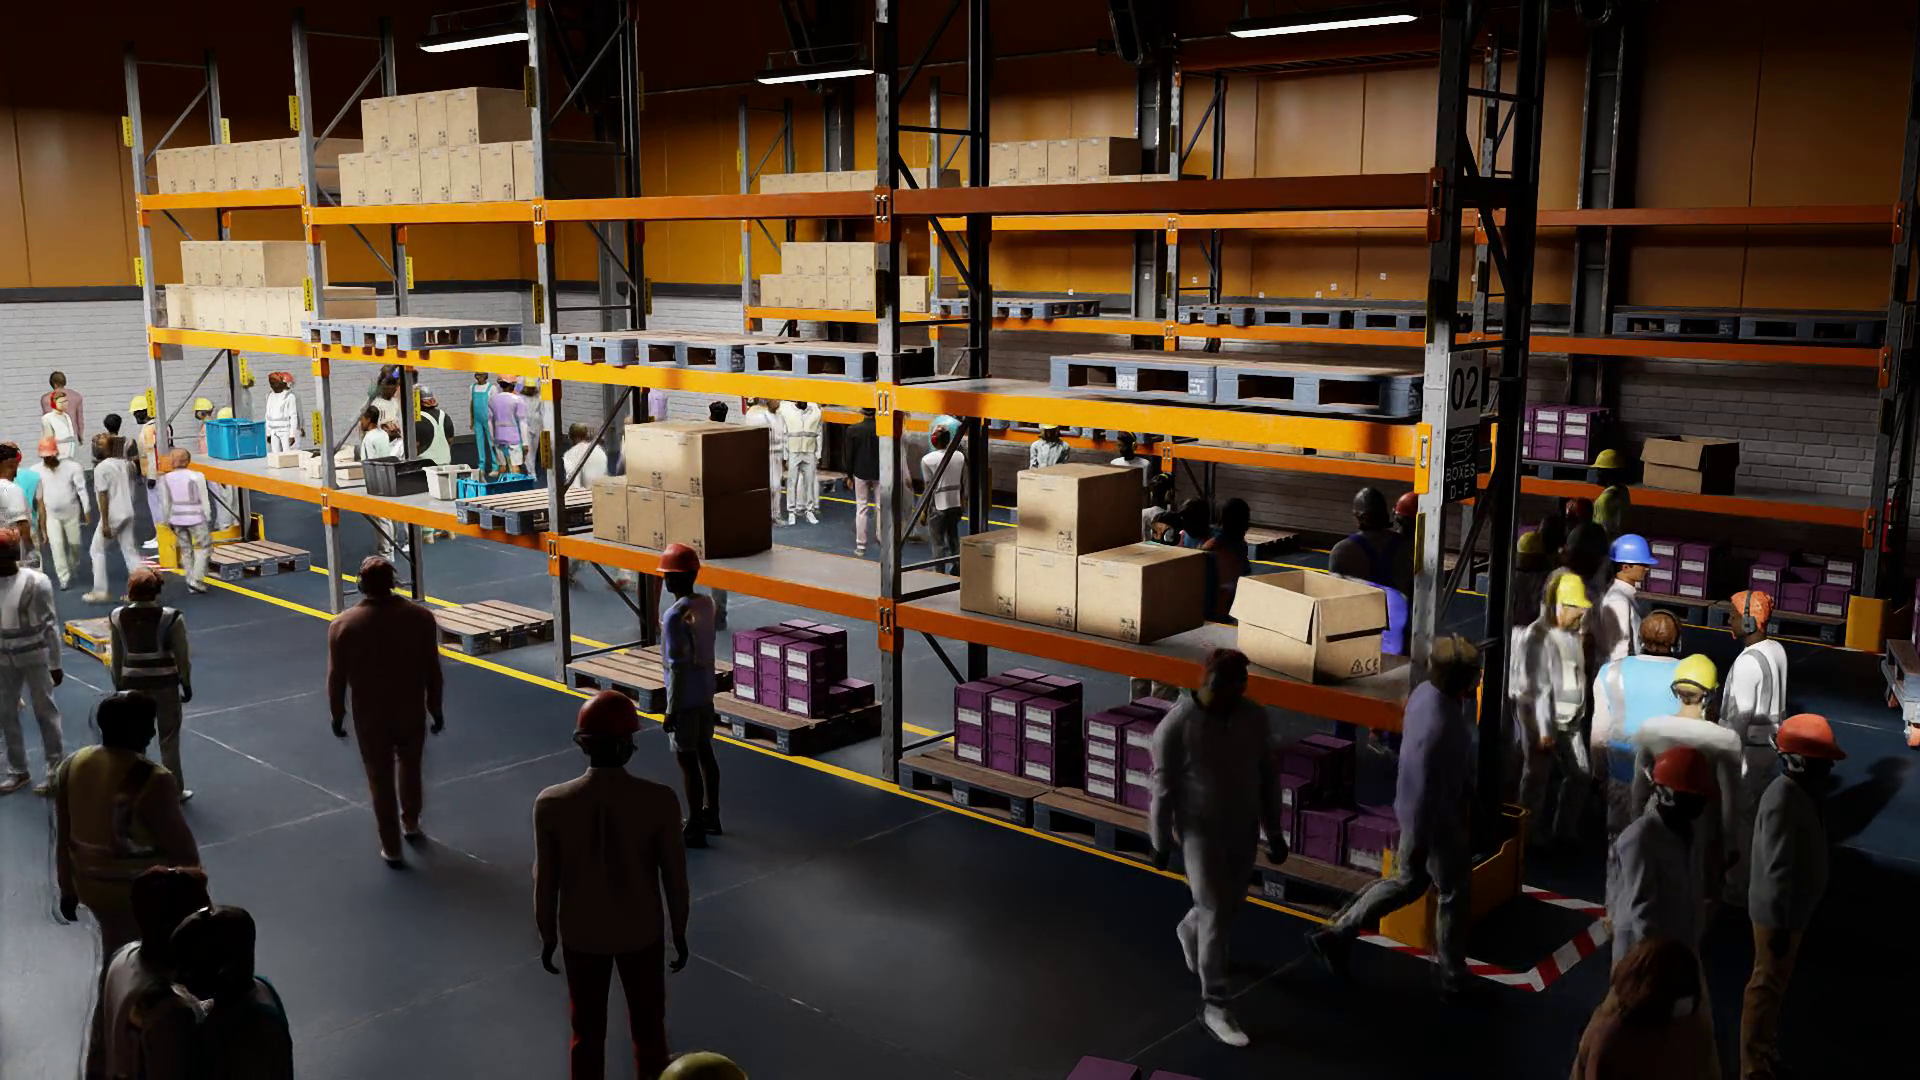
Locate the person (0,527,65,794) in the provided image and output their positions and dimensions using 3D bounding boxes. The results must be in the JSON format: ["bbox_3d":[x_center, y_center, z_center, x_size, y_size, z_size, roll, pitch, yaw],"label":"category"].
[{"bbox_3d":[-6.473,0.831,11.457,0.599,1.870,0.376,2,10,9],"label":"person"}]

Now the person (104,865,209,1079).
[{"bbox_3d":[-2.488,1.926,5.269,0.357,1.875,0.597,-8,13,-38],"label":"person"}]

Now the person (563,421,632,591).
[{"bbox_3d":[-4.056,-0.365,18.303,1.053,1.863,0.660,7,12,34],"label":"person"}]

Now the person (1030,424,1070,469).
[{"bbox_3d":[1.095,-0.650,20.209,0.492,1.742,0.316,0,10,-2],"label":"person"}]

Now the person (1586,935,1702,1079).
[{"bbox_3d":[2.170,2.028,5.445,0.508,1.617,0.624,-6,12,-32],"label":"person"}]

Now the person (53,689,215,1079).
[{"bbox_3d":[-3.692,1.562,7.517,0.657,1.805,0.923,4,11,24],"label":"person"}]

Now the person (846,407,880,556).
[{"bbox_3d":[-1.086,-0.793,20.305,0.608,1.995,0.377,-1,10,-4],"label":"person"}]

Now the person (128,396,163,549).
[{"bbox_3d":[-10.162,-0.856,20.889,0.393,1.914,0.596,-5,11,-26],"label":"person"}]

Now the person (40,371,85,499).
[{"bbox_3d":[-13.297,-1.538,24.676,0.353,1.937,0.635,5,11,26],"label":"person"}]

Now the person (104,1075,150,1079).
[{"bbox_3d":[-1.854,2.192,3.941,0.752,1.821,0.578,10,14,43],"label":"person"}]

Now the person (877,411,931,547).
[{"bbox_3d":[-0.688,-0.835,20.832,0.771,1.892,0.679,0,10,0],"label":"person"}]

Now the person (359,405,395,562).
[{"bbox_3d":[-6.890,-0.642,19.664,0.379,1.918,0.597,-1,10,-5],"label":"person"}]

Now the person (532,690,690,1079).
[{"bbox_3d":[-1.417,1.594,6.816,0.623,1.989,0.391,-1,10,-6],"label":"person"}]

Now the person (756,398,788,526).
[{"bbox_3d":[-2.542,-1.107,22.420,0.453,1.872,0.600,4,11,23],"label":"person"}]

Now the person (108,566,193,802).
[{"bbox_3d":[-5.462,0.993,11.236,0.523,1.634,0.313,0,10,-3],"label":"person"}]

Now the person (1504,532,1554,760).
[{"bbox_3d":[4.097,0.802,12.038,0.490,1.737,0.322,4,11,22],"label":"person"}]

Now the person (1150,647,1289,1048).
[{"bbox_3d":[1.257,1.422,8.216,0.626,1.844,0.950,-5,11,-26],"label":"person"}]

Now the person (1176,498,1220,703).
[{"bbox_3d":[1.866,0.572,13.070,0.432,1.836,0.632,-10,14,-43],"label":"person"}]

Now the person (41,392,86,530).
[{"bbox_3d":[-12.042,-1.066,22.266,0.390,1.846,0.564,0,10,-2],"label":"person"}]

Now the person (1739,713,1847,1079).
[{"bbox_3d":[3.672,1.617,7.358,0.328,1.753,0.560,7,12,33],"label":"person"}]

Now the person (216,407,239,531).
[{"bbox_3d":[-9.325,-0.829,21.251,0.329,1.734,0.480,0,10,0],"label":"person"}]

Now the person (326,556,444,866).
[{"bbox_3d":[-3.586,1.022,10.358,0.667,1.873,0.877,-5,11,-25],"label":"person"}]

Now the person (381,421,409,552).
[{"bbox_3d":[-6.982,-0.662,20.567,0.523,1.638,0.310,4,11,21],"label":"person"}]

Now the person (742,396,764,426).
[{"bbox_3d":[-3.012,-1.374,24.315,0.361,1.740,0.570,3,10,14],"label":"person"}]

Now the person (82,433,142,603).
[{"bbox_3d":[-9.004,-0.219,17.546,0.762,1.818,0.536,2,10,10],"label":"person"}]

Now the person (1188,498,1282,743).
[{"bbox_3d":[2.113,0.615,12.664,0.941,1.871,0.619,6,12,30],"label":"person"}]

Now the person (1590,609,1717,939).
[{"bbox_3d":[3.741,1.281,9.013,0.624,1.845,0.430,5,11,28],"label":"person"}]

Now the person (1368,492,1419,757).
[{"bbox_3d":[3.304,0.619,12.358,0.618,1.986,0.408,-6,12,-30],"label":"person"}]

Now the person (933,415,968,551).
[{"bbox_3d":[-0.106,-0.863,20.577,0.438,2.031,0.620,-5,11,-26],"label":"person"}]

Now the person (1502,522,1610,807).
[{"bbox_3d":[4.017,0.824,11.032,1.044,2.000,0.691,2,10,9],"label":"person"}]

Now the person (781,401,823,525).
[{"bbox_3d":[-2.158,-1.168,22.636,0.592,1.922,0.392,-4,11,-19],"label":"person"}]

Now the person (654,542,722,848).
[{"bbox_3d":[-1.733,0.973,10.481,0.373,1.935,0.552,3,11,17],"label":"person"}]
